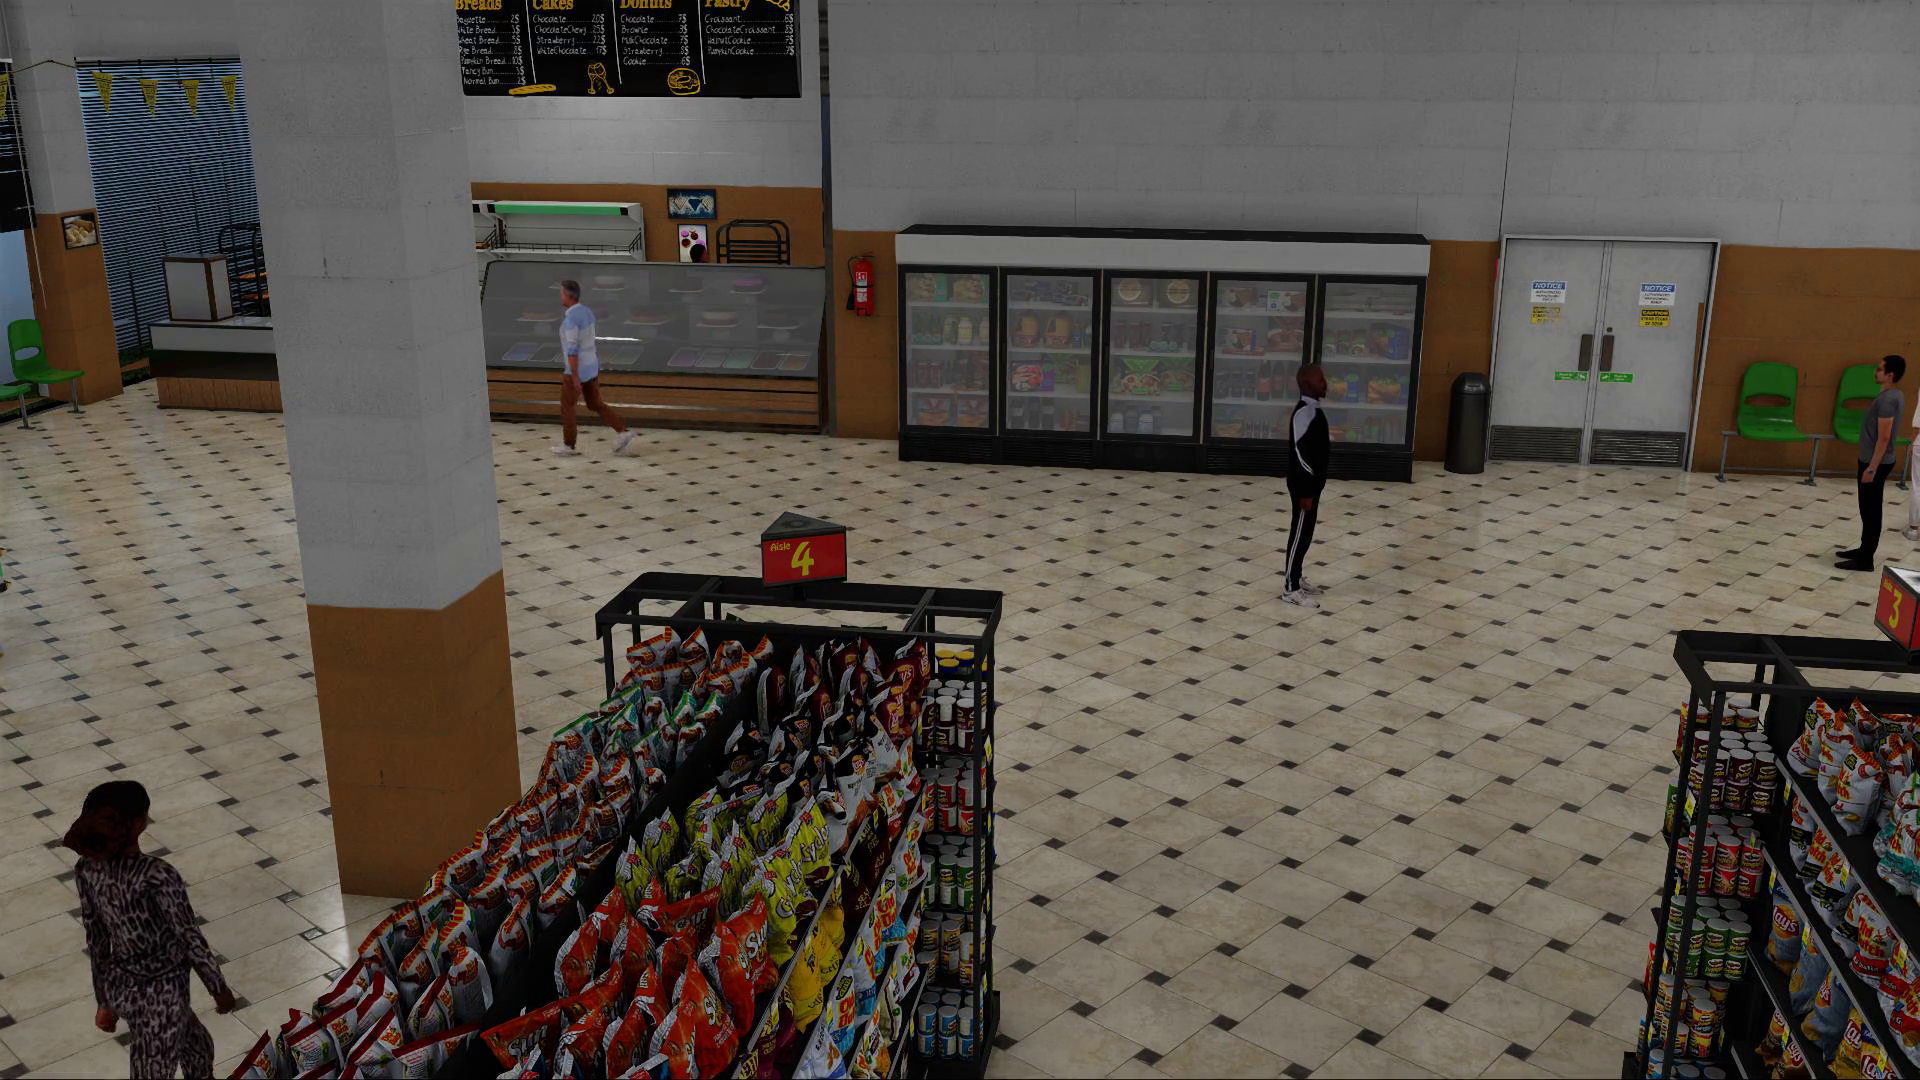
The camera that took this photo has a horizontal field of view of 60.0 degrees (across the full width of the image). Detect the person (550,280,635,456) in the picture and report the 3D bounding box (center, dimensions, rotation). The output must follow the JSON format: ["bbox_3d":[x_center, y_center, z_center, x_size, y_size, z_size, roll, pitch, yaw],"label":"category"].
[{"bbox_3d":[-3.784,-1.734,16.975,0.803,1.799,1.058,5,18,15],"label":"person"}]

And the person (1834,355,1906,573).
[{"bbox_3d":[7.399,-0.634,13.426,0.742,1.755,0.599,9,19,28],"label":"person"}]

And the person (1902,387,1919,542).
[{"bbox_3d":[8.337,-0.822,14.162,0.656,1.688,0.610,8,18,24],"label":"person"}]

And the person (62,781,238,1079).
[{"bbox_3d":[-2.920,1.699,5.889,0.776,1.670,1.207,7,18,23],"label":"person"}]

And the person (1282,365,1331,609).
[{"bbox_3d":[2.618,-0.435,12.645,0.745,1.828,0.533,5,18,17],"label":"person"}]
